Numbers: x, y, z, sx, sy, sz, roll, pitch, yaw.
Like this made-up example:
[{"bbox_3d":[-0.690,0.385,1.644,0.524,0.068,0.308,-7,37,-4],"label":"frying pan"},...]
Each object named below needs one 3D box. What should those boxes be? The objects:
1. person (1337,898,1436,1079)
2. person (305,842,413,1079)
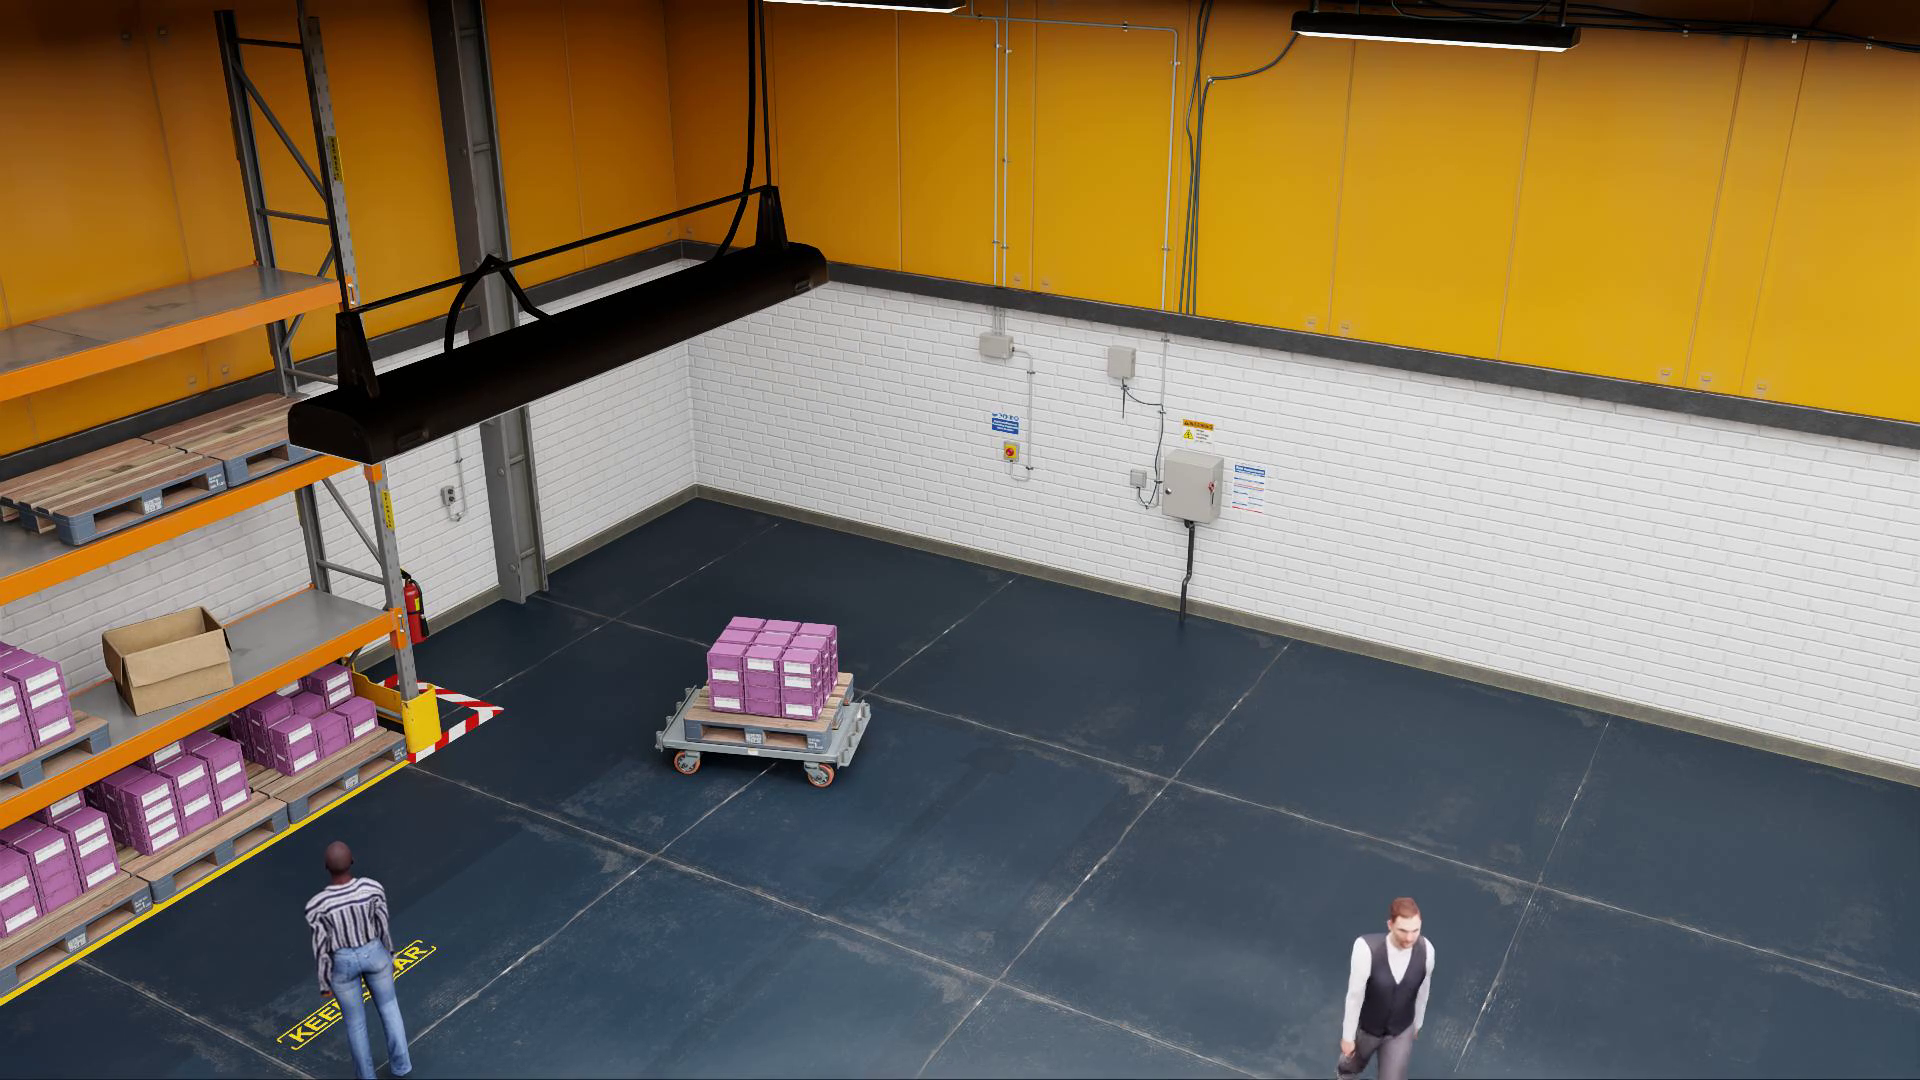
[{"bbox_3d":[2.412,2.765,9.645,1.053,1.878,1.310,0,24,-1],"label":"person"},{"bbox_3d":[-3.648,2.607,10.111,0.628,1.795,0.760,-15,28,-30],"label":"person"}]
